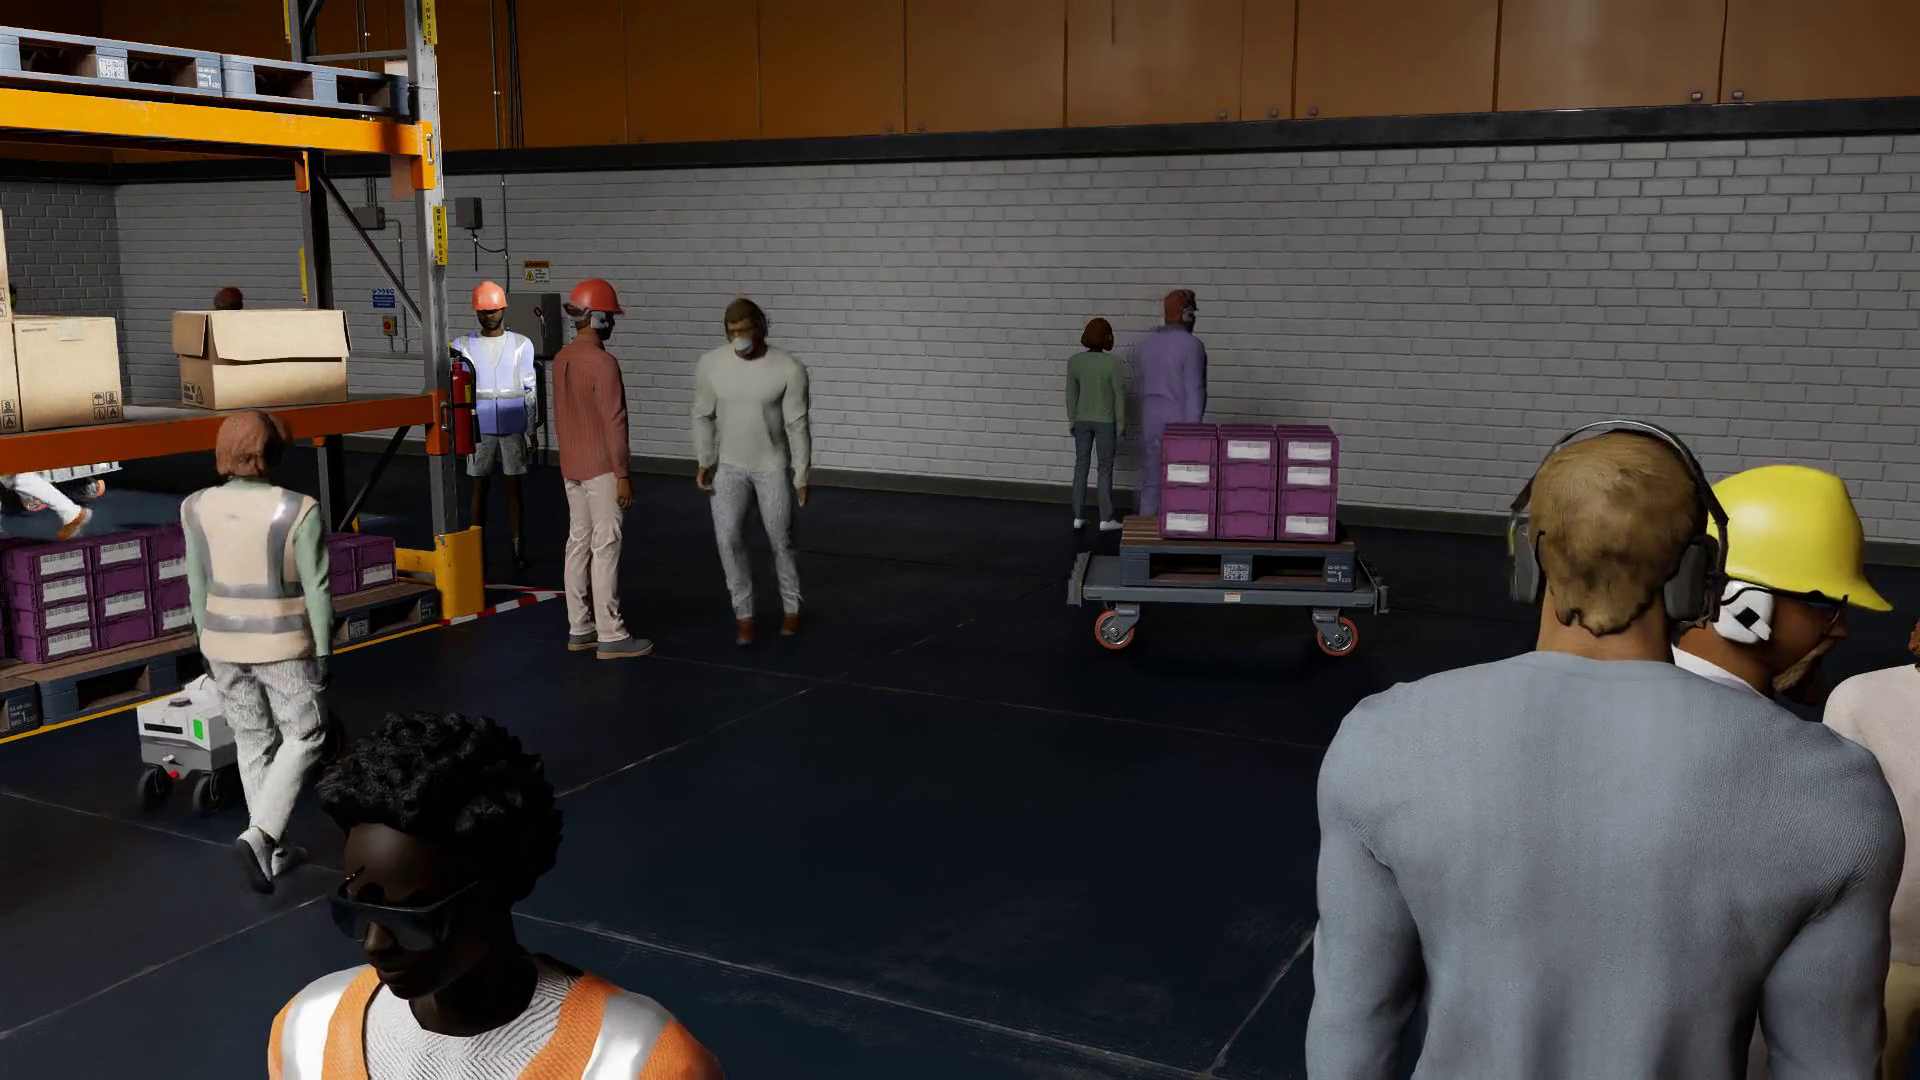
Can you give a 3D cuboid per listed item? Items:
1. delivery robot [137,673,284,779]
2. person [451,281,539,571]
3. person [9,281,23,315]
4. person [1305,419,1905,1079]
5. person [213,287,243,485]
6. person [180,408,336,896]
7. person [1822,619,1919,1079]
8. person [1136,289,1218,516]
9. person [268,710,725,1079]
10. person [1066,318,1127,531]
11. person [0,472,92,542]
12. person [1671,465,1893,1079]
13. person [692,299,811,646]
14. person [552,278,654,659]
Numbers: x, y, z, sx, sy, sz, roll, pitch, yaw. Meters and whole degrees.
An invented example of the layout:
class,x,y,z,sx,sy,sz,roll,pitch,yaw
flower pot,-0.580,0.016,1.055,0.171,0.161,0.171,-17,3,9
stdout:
class,x,y,z,sx,sy,sz,roll,pitch,yaw
delivery robot,-2.874,0.680,6.562,0.477,0.478,0.707,3,10,19
person,-3.106,-0.754,11.140,0.553,1.935,0.362,-3,10,-19
person,-9.524,-1.678,16.768,0.540,1.836,0.874,0,10,0
person,0.735,0.824,2.002,0.635,1.936,0.352,4,11,22
person,-6.310,-1.273,14.450,0.352,1.833,0.676,-9,13,-42
person,-2.325,0.385,5.475,0.517,1.622,0.564,1,10,6
person,1.838,0.792,3.093,0.496,1.629,0.277,4,11,22
person,1.510,-0.718,11.075,0.784,1.877,0.686,-6,12,-32
person,-0.487,0.992,1.768,0.533,1.687,0.320,3,10,17
person,1.051,-0.887,12.786,0.507,1.633,0.278,6,12,33
person,-6.674,-0.841,11.722,0.639,1.916,0.793,9,13,41
person,1.133,0.794,2.508,0.403,1.824,0.586,1,10,8
person,-1.123,-0.363,9.048,0.645,1.877,0.766,1,10,7
person,-1.911,-0.372,8.767,0.379,1.994,0.611,-9,13,-42
